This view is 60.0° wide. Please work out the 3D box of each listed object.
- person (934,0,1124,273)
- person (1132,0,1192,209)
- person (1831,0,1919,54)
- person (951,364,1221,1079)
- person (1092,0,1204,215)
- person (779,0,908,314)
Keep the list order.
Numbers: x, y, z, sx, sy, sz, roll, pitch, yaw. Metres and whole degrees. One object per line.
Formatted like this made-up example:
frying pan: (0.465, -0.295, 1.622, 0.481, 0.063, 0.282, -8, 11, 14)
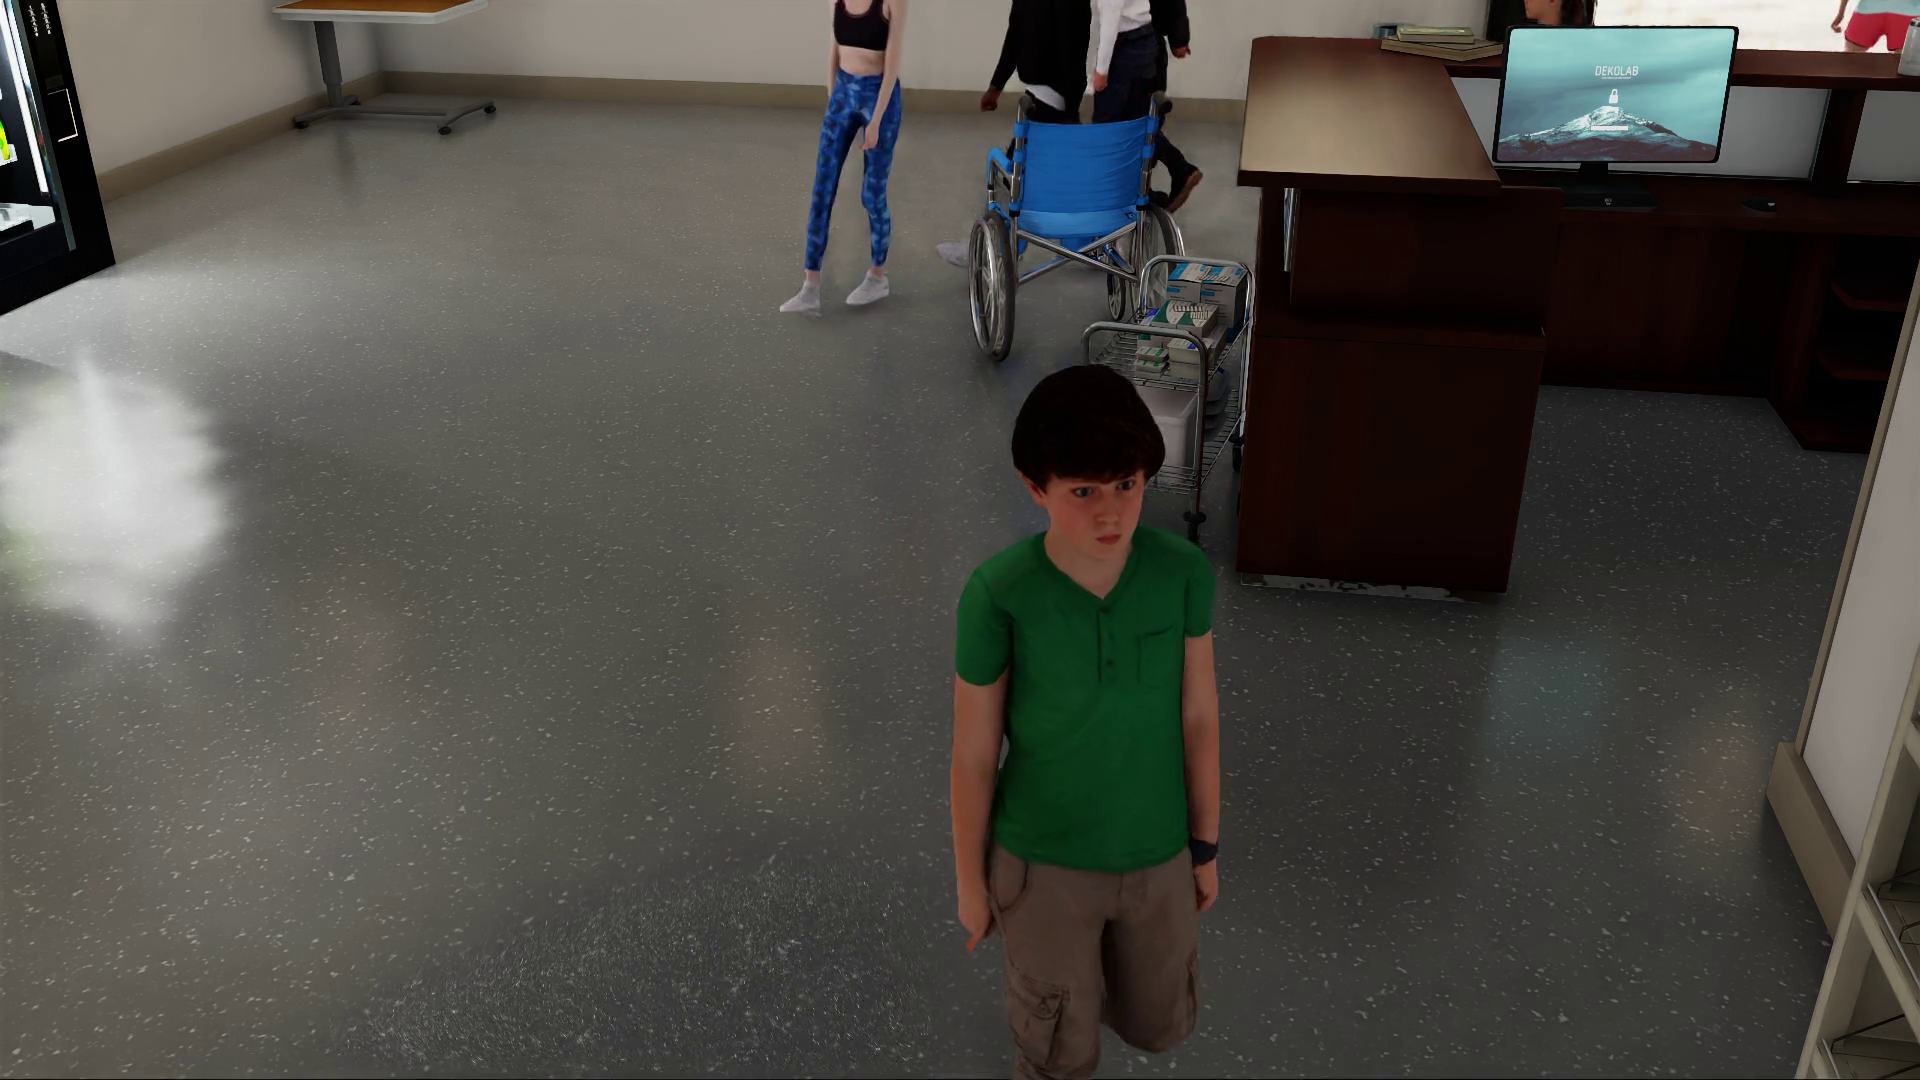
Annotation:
person: (0.518, -2.108, 7.927, 1.083, 1.754, 1.267, -5, 26, -10)
person: (0.945, -2.758, 9.074, 0.886, 1.929, 0.759, -12, 28, -23)
person: (5.603, -3.187, 10.161, 0.978, 1.758, 0.853, 11, 28, 22)
person: (0.185, 0.470, 2.717, 0.825, 1.637, 1.001, -7, 27, -13)
person: (0.962, -2.542, 8.727, 0.845, 1.842, 0.975, 11, 28, 21)
person: (-0.358, -1.863, 7.429, 0.813, 1.747, 0.972, 17, 30, 31)
